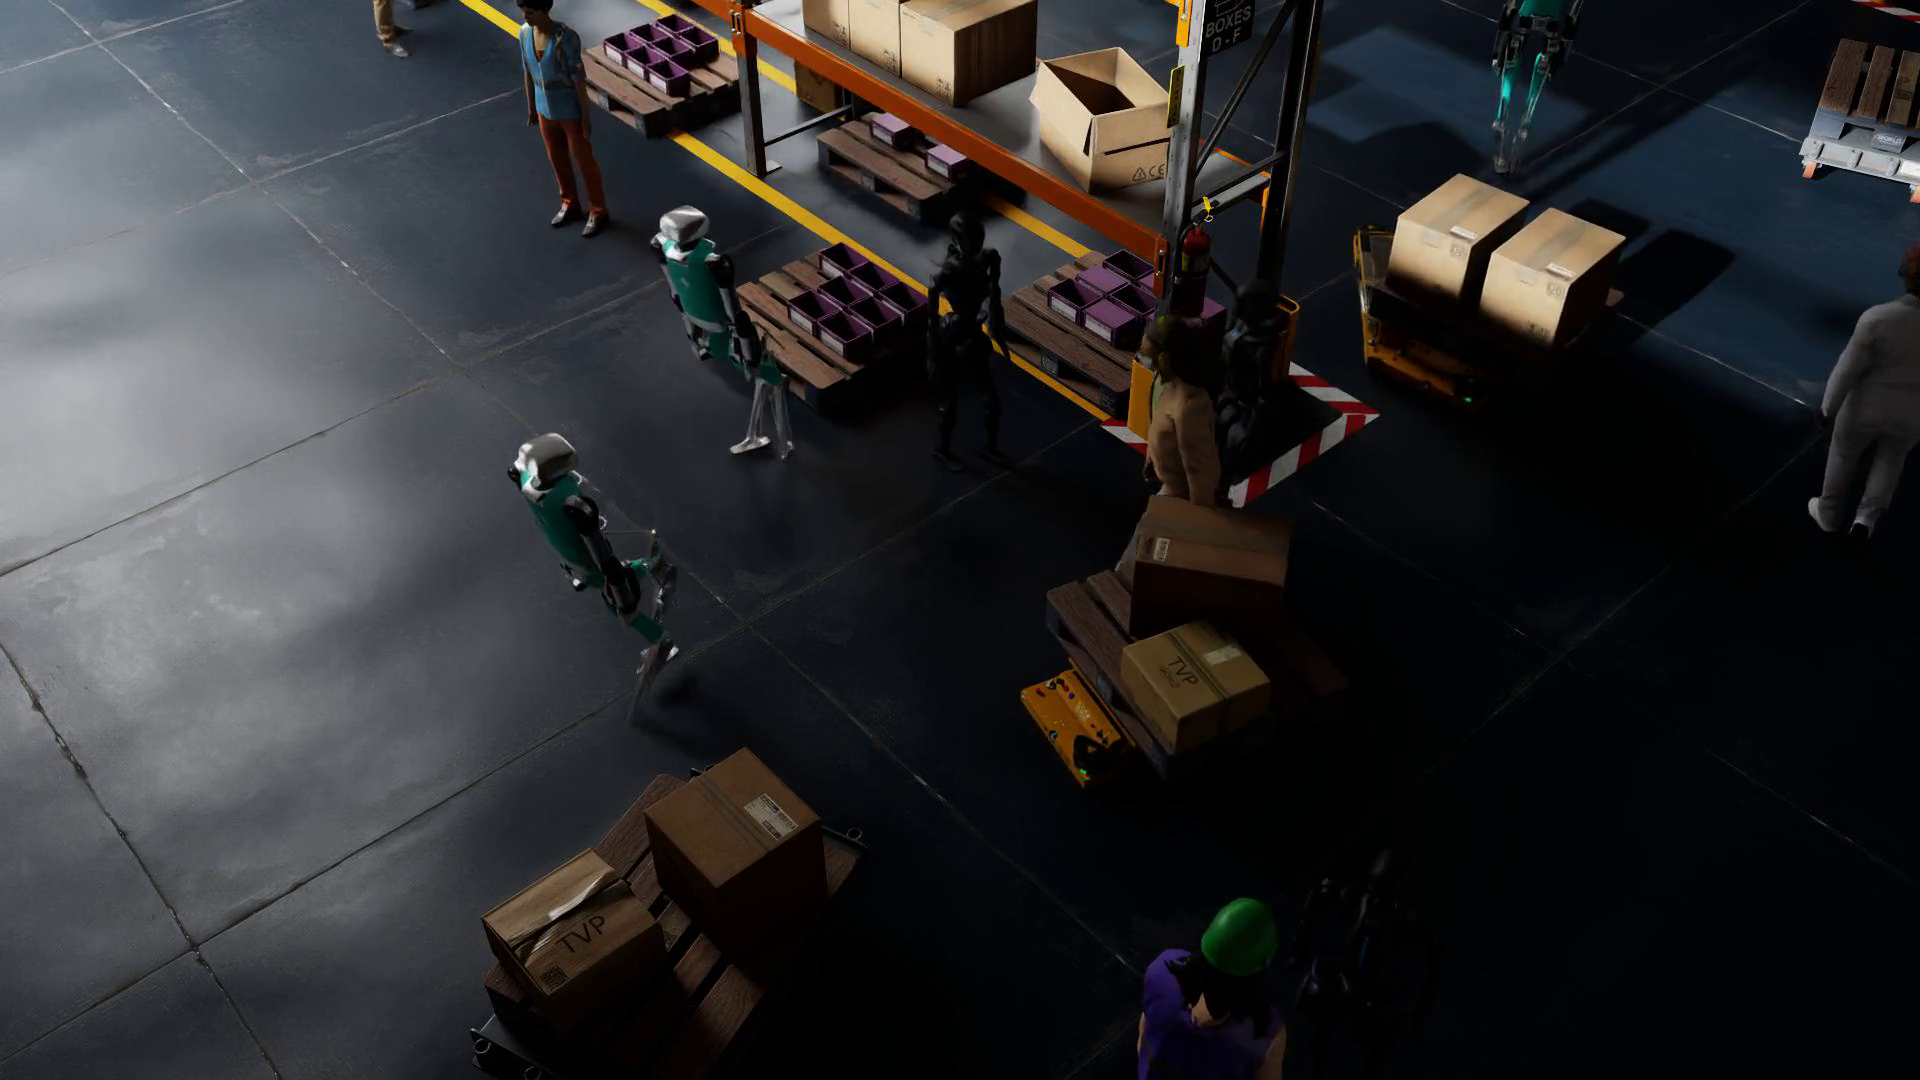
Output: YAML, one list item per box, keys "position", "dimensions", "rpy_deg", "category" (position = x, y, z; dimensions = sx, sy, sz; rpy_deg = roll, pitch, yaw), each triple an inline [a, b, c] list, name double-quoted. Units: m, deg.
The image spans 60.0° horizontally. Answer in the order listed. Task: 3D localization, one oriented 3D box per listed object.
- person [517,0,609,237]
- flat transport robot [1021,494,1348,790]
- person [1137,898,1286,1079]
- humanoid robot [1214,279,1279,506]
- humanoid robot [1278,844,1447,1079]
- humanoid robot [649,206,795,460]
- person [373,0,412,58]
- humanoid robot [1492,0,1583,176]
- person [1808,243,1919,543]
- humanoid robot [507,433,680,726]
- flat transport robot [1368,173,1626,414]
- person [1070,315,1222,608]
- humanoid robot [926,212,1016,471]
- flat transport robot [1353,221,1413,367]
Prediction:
- position: [-2.682, -2.882, 11.130]
  dimensions: [0.503, 1.758, 0.334]
  rpy_deg: [17, 45, 18]
  category: "person"
- position: [1.086, 0.724, 8.307]
  dimensions: [1.431, 0.231, 0.659]
  rpy_deg: [-19, 46, -19]
  category: "flat transport robot"
- position: [0.849, 1.899, 5.814]
  dimensions: [0.546, 1.919, 0.433]
  rpy_deg: [28, 50, 27]
  category: "person"
- position: [1.460, -0.676, 8.783]
  dimensions: [0.342, 1.647, 0.609]
  rpy_deg: [-9, 43, -10]
  category: "humanoid robot"
- position: [1.479, 1.695, 6.214]
  dimensions: [0.589, 1.646, 0.519]
  rpy_deg: [20, 46, 20]
  category: "humanoid robot"
- position: [-1.227, -1.151, 9.283]
  dimensions: [0.554, 1.798, 0.799]
  rpy_deg: [25, 48, 25]
  category: "humanoid robot"
- position: [-4.630, -4.694, 13.129]
  dimensions: [0.501, 1.726, 0.616]
  rpy_deg: [11, 44, 11]
  category: "person"
- position: [3.975, -3.236, 11.602]
  dimensions: [0.550, 1.893, 0.741]
  rpy_deg: [9, 43, 9]
  category: "humanoid robot"
- position: [4.853, -0.716, 8.685]
  dimensions: [0.686, 1.865, 0.536]
  rpy_deg: [9, 43, 10]
  category: "person"
- position: [-1.581, 0.112, 7.915]
  dimensions: [0.538, 1.786, 0.859]
  rpy_deg: [32, 51, 30]
  category: "humanoid robot"
- position: [3.335, -1.312, 10.522]
  dimensions: [0.659, 0.231, 1.431]
  rpy_deg: [32, 52, 30]
  category: "flat transport robot"
- position: [1.058, -0.324, 8.313]
  dimensions: [0.960, 1.813, 0.549]
  rpy_deg: [2, 43, 2]
  category: "person"
- position: [0.055, -1.048, 9.191]
  dimensions: [0.473, 1.648, 0.589]
  rpy_deg: [33, 52, 31]
  category: "humanoid robot"
- position: [2.940, -1.596, 10.830]
  dimensions: [0.659, 0.231, 1.431]
  rpy_deg: [4, 43, 5]
  category: "flat transport robot"
